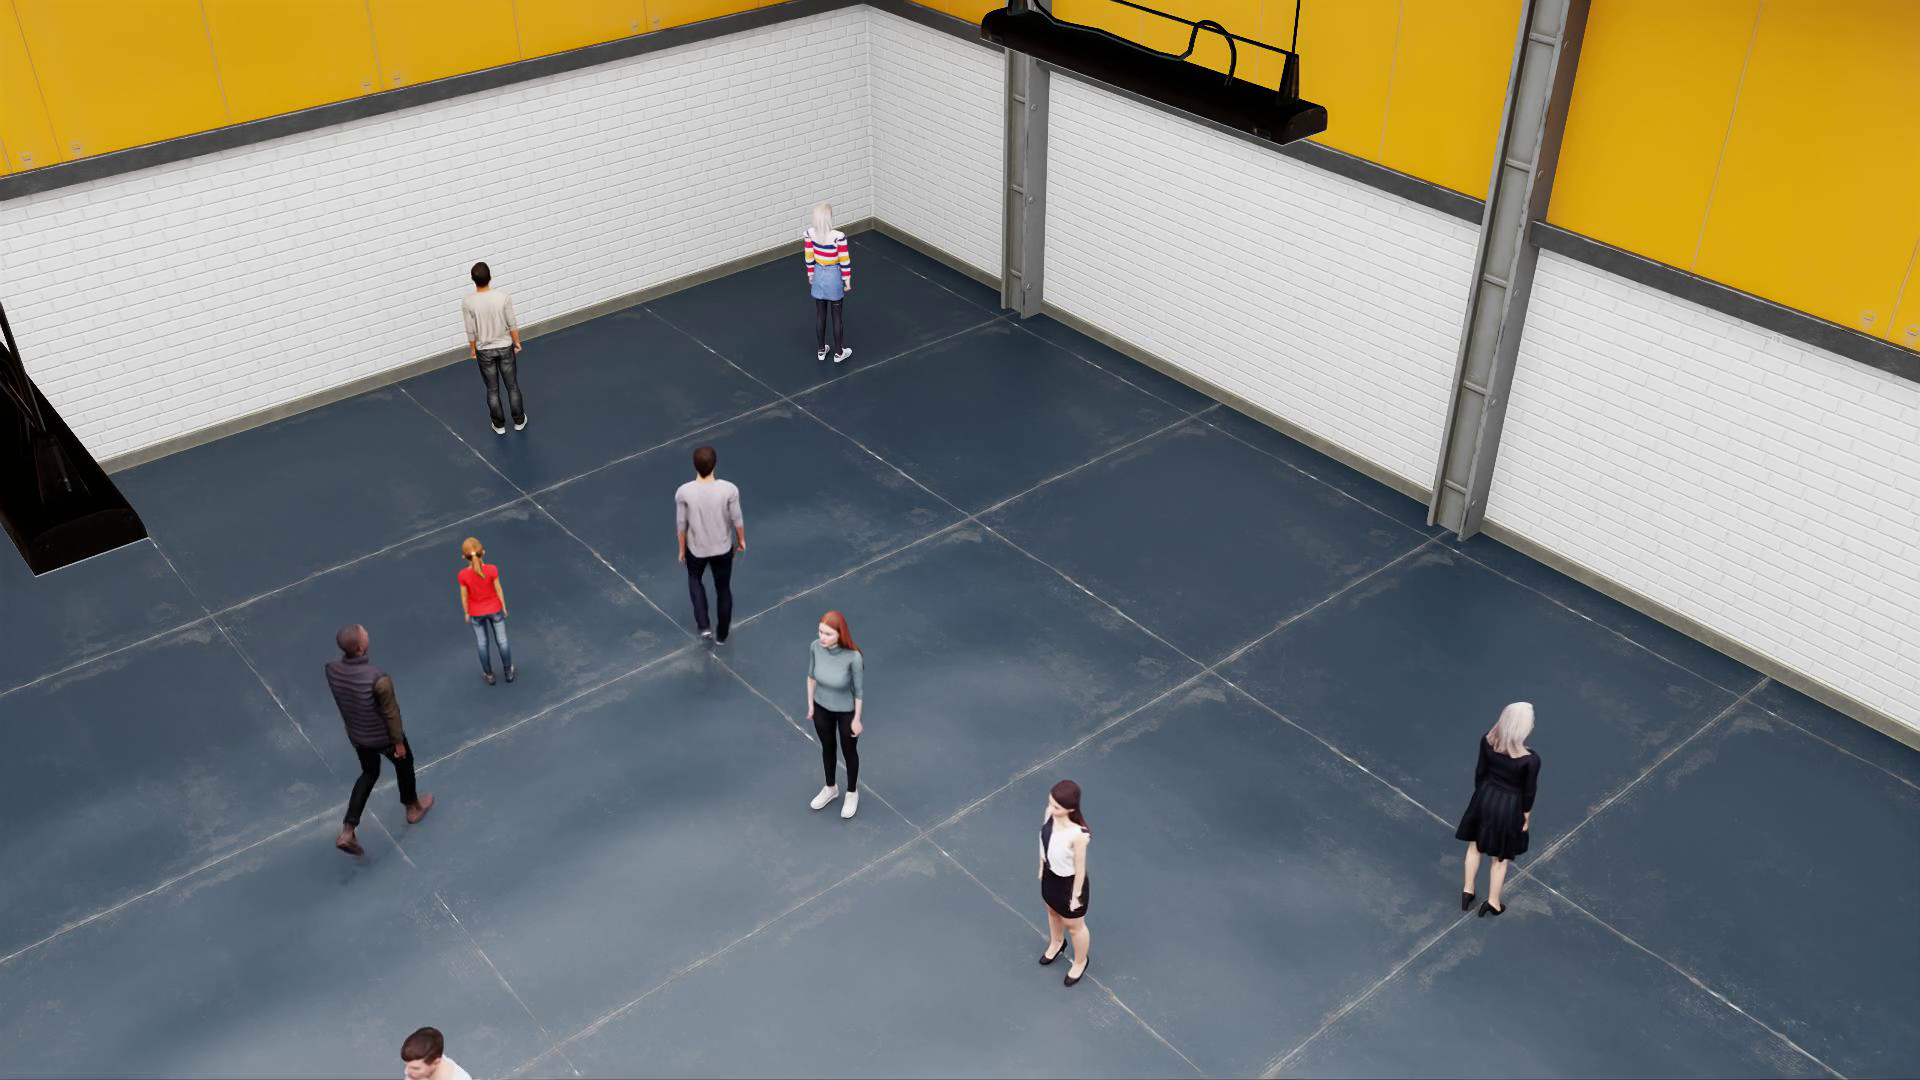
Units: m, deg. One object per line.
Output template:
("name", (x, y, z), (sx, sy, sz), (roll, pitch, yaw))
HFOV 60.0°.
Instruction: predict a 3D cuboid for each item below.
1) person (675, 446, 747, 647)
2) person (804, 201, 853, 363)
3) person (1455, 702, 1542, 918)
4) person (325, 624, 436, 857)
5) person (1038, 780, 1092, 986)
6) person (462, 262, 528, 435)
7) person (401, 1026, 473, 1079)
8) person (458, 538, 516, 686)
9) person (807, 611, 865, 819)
("person", (-2.014, 0.102, 13.391), (0.814, 1.833, 0.828), (-5, 34, -7))
("person", (-1.410, -2.763, 17.723), (0.645, 1.809, 0.784), (11, 35, 17))
("person", (3.550, 1.777, 10.950), (0.522, 1.747, 0.672), (28, 43, 36))
("person", (-4.100, 1.392, 11.471), (1.160, 1.811, 1.084), (13, 36, 19))
("person", (0.664, 2.147, 10.483), (0.606, 1.646, 0.471), (-23, 40, -30))
("person", (-4.589, -1.894, 16.414), (0.719, 1.812, 0.685), (-10, 35, -15))
("person", (-2.604, 3.152, 8.833), (1.101, 1.800, 0.762), (27, 42, 35))
("person", (-3.750, 0.571, 13.165), (0.539, 1.303, 0.568), (-8, 34, -12))
("person", (-0.873, 1.220, 11.792), (0.605, 1.742, 0.720), (15, 36, 21))
